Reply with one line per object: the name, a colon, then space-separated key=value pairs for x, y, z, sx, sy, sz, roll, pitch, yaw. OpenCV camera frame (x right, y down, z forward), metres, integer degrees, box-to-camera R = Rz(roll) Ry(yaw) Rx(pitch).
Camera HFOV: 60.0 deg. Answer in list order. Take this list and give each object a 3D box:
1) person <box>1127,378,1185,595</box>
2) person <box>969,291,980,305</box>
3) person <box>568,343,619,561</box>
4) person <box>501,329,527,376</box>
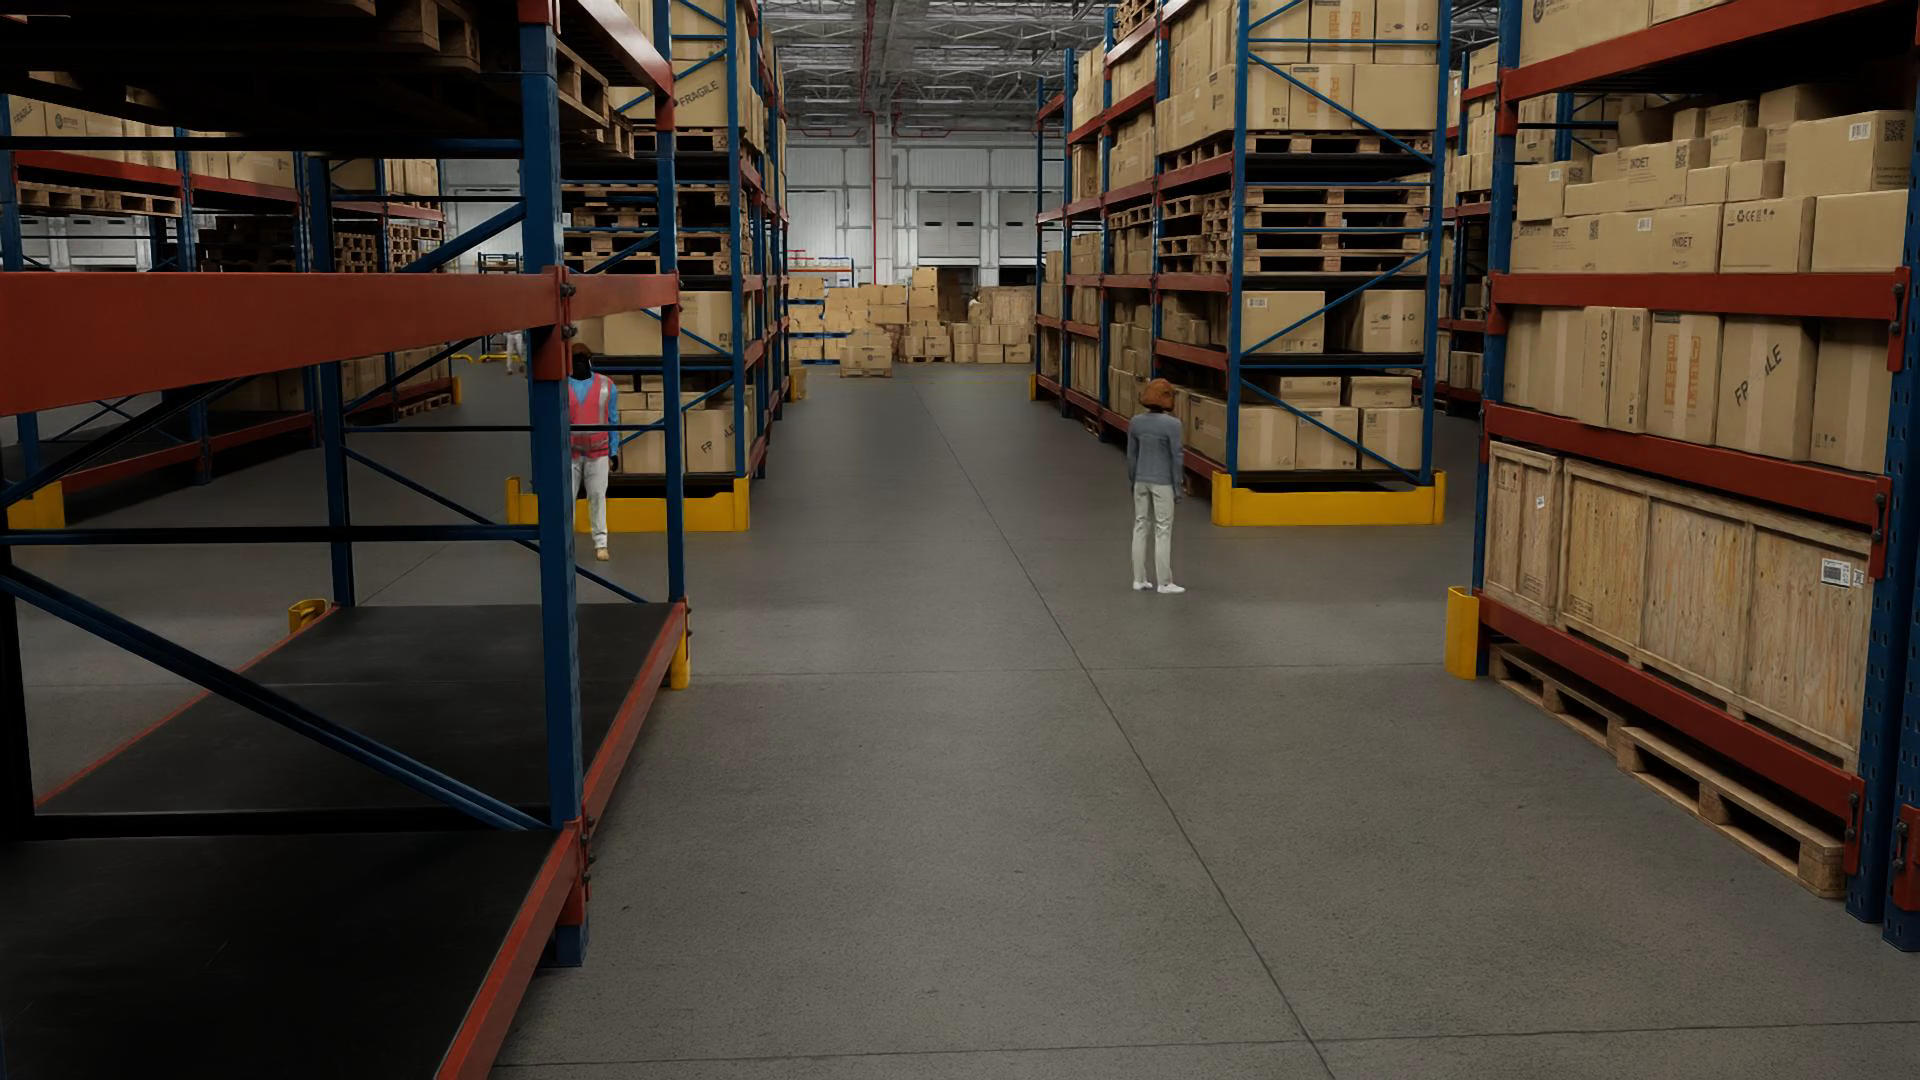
person: x=1.482 y=-0.406 z=12.578 sx=0.286 sy=1.633 sz=0.500 roll=-9 pitch=13 yaw=-44
person: x=0.453 y=-6.502 z=49.907 sx=0.372 sy=1.940 sz=0.630 roll=-4 pitch=10 yaw=-22
person: x=-3.168 y=-0.729 z=13.956 sx=0.621 sy=1.845 sz=0.429 roll=-2 pitch=9 yaw=-15
person: x=-10.675 y=-4.863 z=39.841 sx=0.663 sy=1.865 sz=0.494 roll=-1 pitch=9 yaw=-5
